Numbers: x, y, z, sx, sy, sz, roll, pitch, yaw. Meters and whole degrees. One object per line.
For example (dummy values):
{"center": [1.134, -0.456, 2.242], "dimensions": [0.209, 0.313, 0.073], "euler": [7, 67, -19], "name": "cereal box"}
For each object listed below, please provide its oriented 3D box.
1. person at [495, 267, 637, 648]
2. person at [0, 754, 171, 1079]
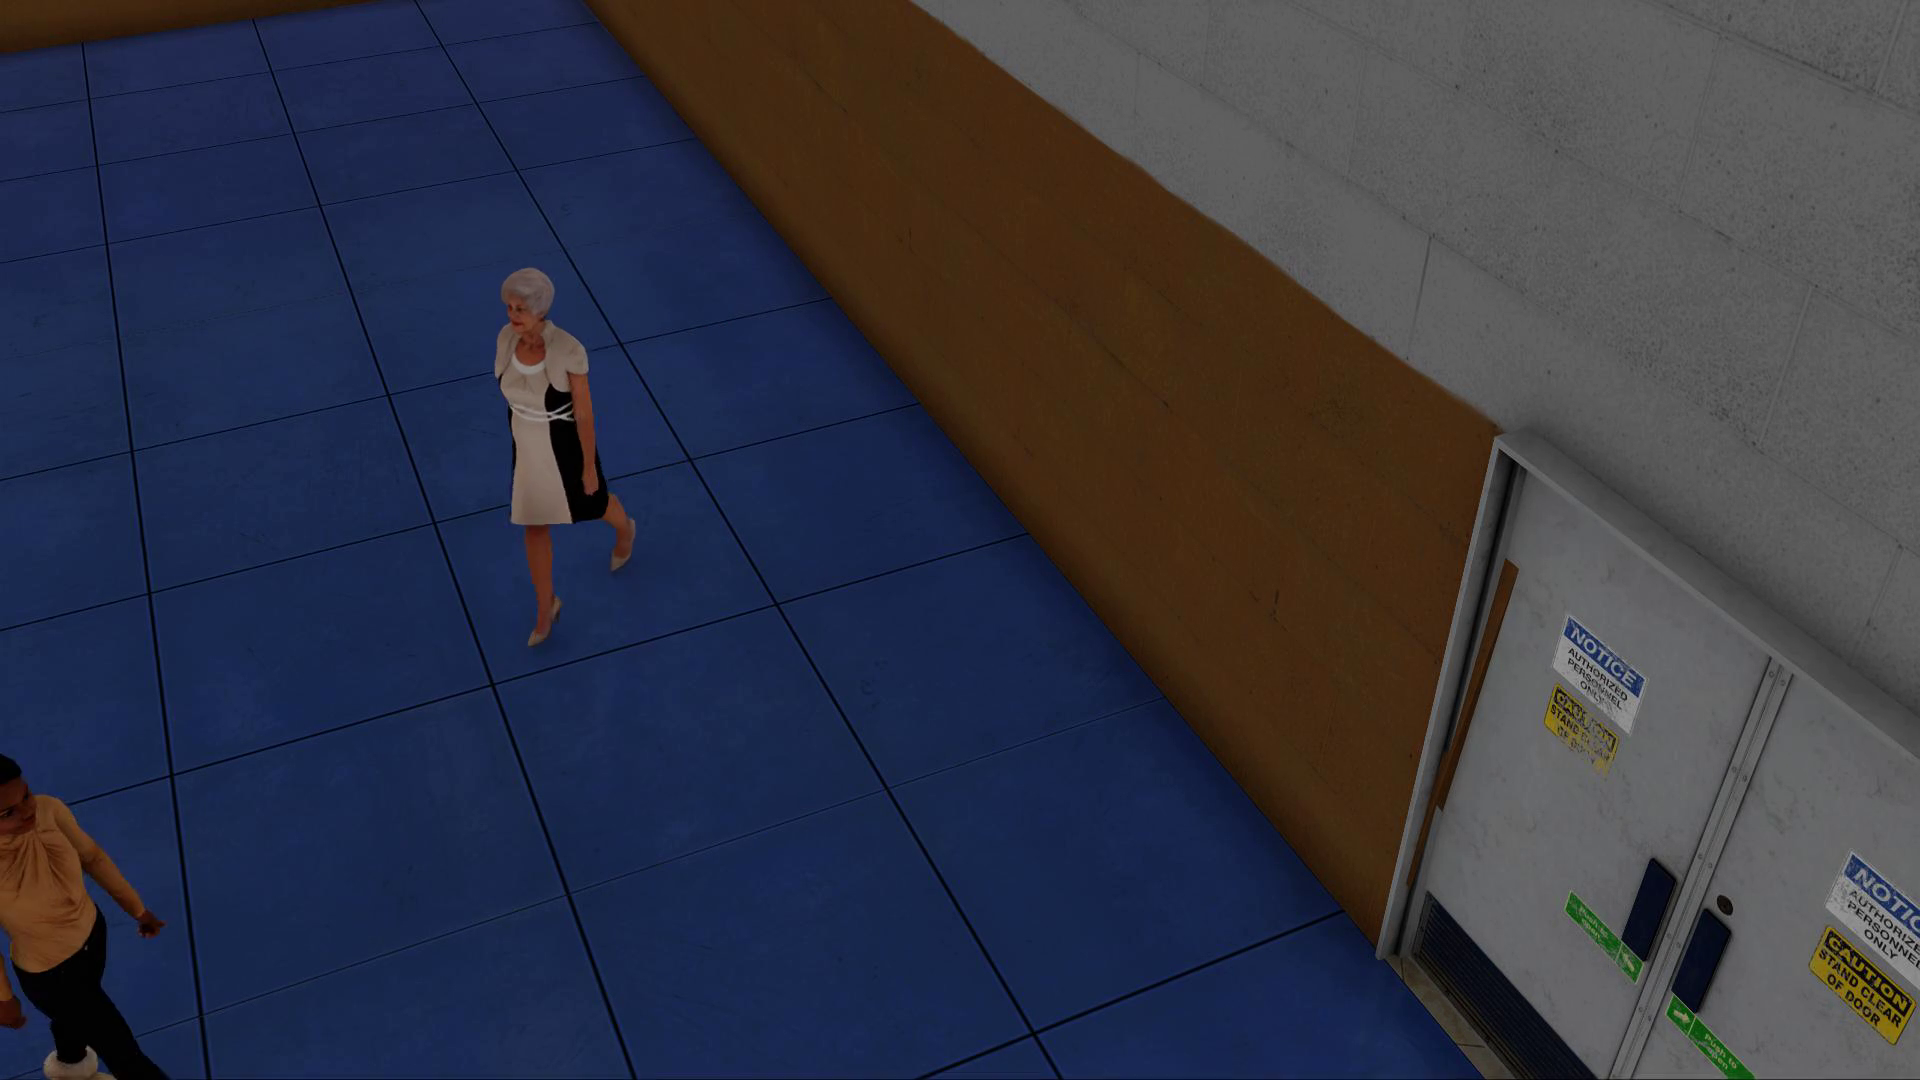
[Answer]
{"center": [-1.718, -0.420, 7.350], "dimensions": [1.054, 1.718, 1.139], "euler": [15, 39, 19], "name": "person"}
{"center": [-2.861, 1.272, 5.169], "dimensions": [1.144, 1.629, 1.018], "euler": [8, 38, 11], "name": "person"}
